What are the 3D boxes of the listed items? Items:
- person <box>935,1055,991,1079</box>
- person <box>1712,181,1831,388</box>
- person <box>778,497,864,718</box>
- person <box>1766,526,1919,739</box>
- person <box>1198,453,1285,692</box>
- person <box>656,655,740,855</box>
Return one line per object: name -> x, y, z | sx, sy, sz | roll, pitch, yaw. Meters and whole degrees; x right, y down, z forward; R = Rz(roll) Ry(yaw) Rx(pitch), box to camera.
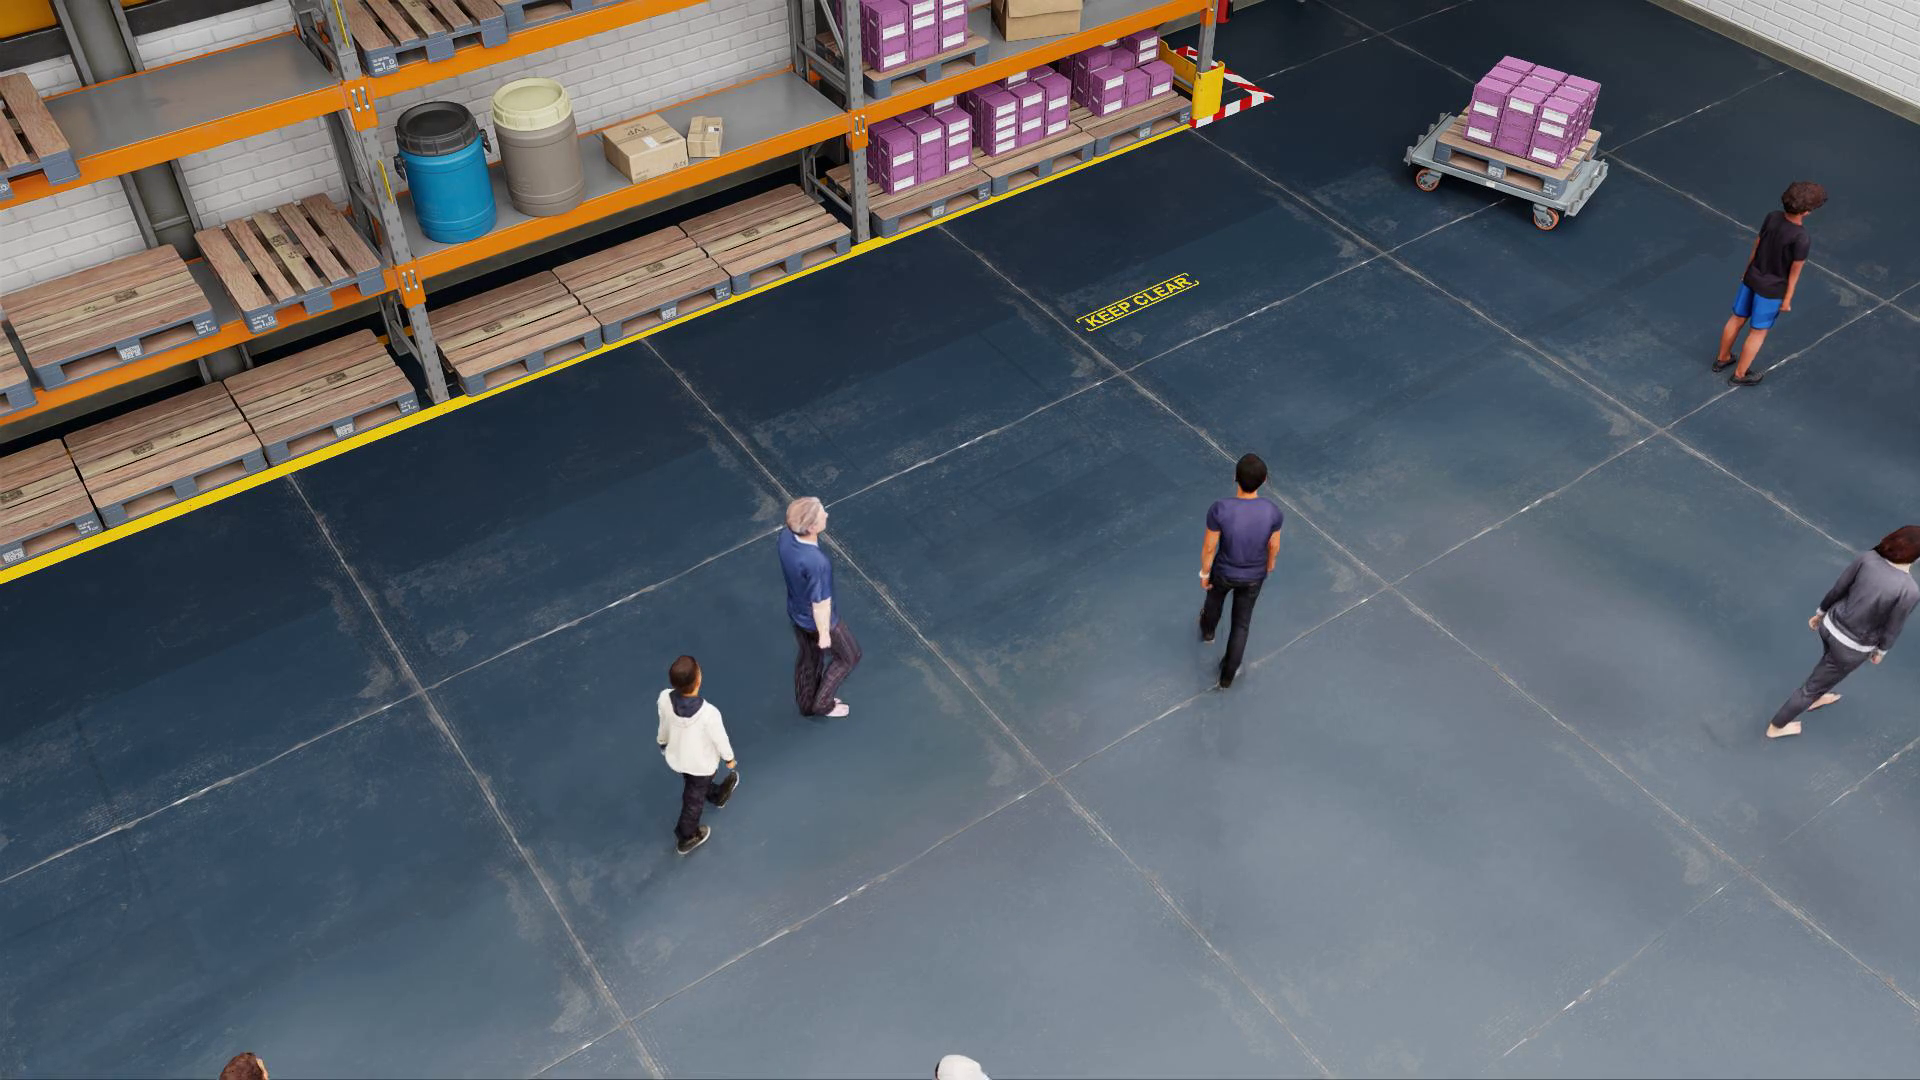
person -> -0.004, 2.908, 7.896 | 0.696, 1.644, 0.550 | 23, 48, 23
person -> 6.287, -2.012, 12.952 | 0.623, 1.794, 0.656 | -21, 47, -20
person -> -0.975, 0.489, 10.277 | 0.632, 1.862, 0.685 | -23, 48, -22
person -> 5.397, 0.609, 10.241 | 0.944, 1.739, 0.774 | -13, 45, -14
person -> 1.774, 0.268, 10.579 | 0.972, 1.766, 1.020 | 6, 44, 6
person -> -1.610, 1.318, 9.727 | 0.824, 1.422, 0.972 | 23, 48, 22
